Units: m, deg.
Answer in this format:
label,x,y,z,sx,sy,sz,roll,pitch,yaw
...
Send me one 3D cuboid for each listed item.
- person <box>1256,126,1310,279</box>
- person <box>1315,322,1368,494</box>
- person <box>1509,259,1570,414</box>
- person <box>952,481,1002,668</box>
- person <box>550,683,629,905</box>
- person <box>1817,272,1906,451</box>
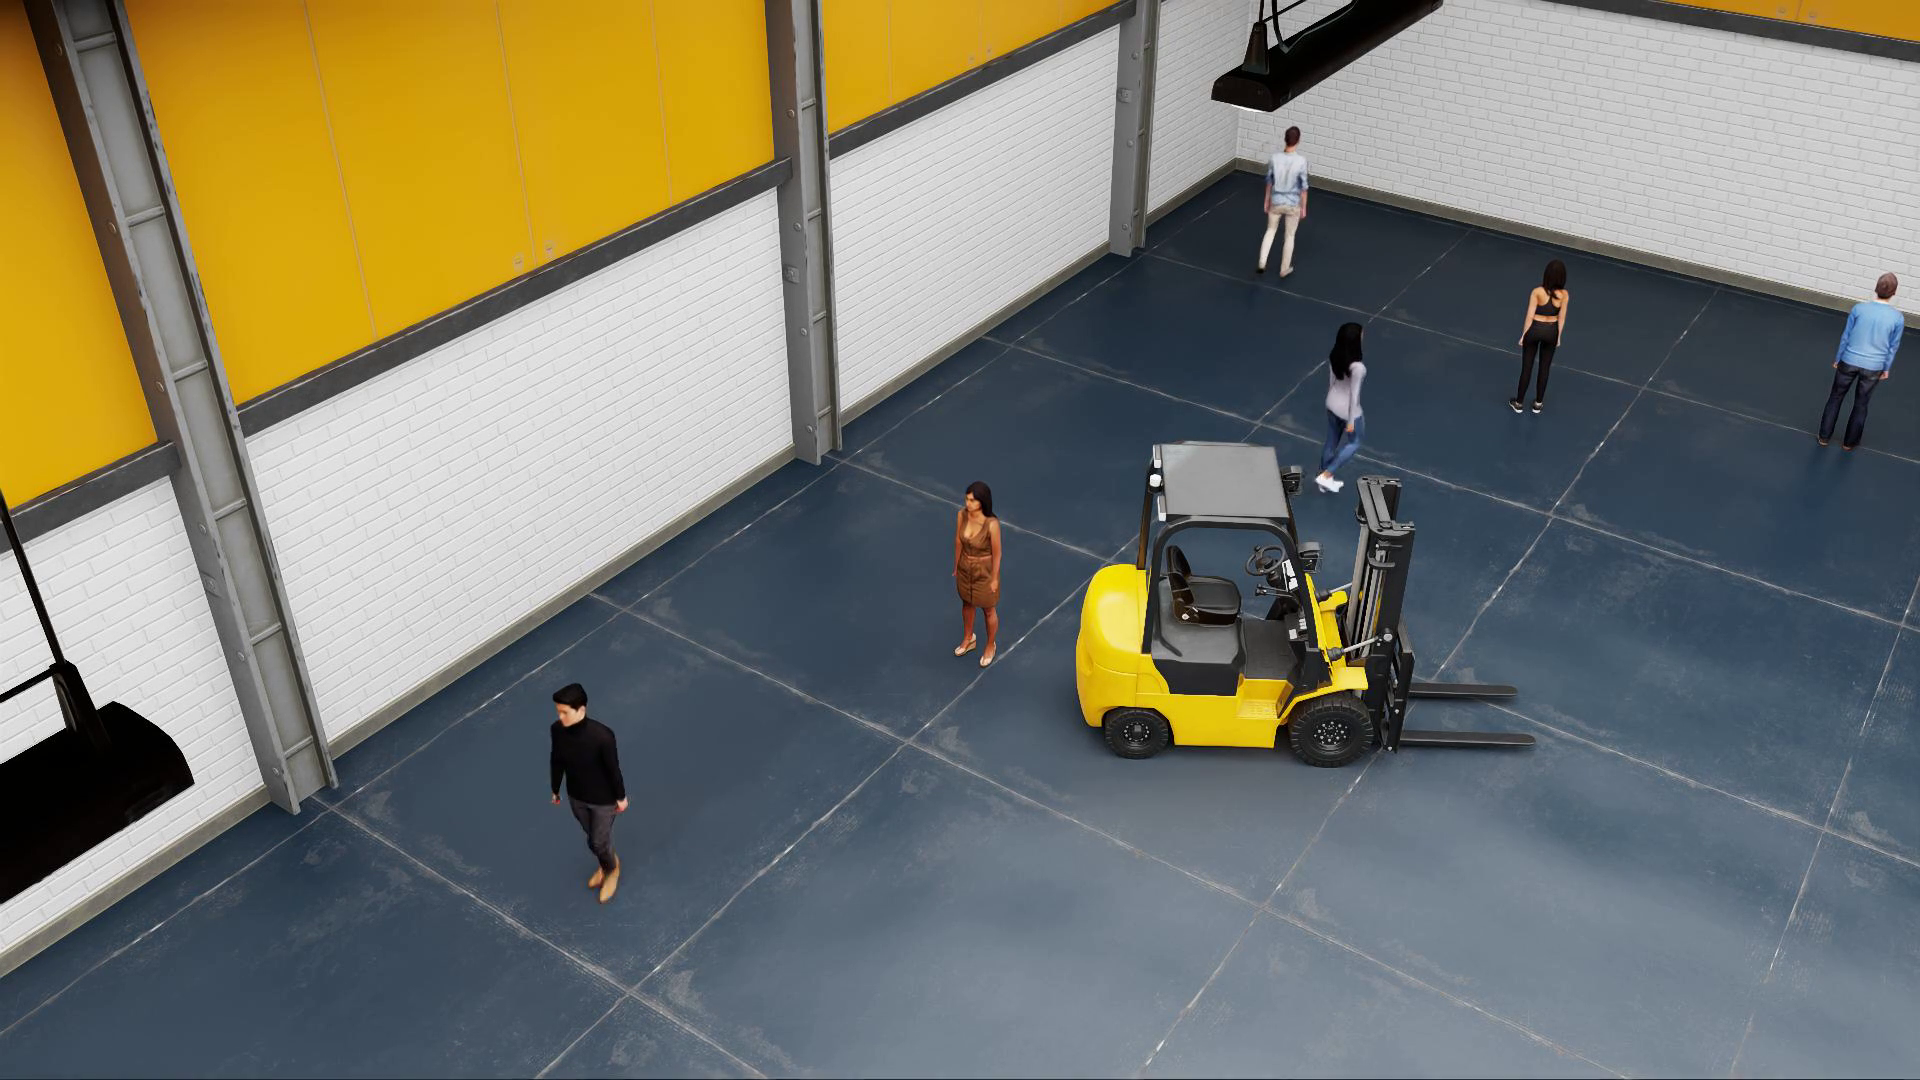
label,x,y,z,sx,sy,sz,roll,pitch,yaw
person,3.724,-3.848,19.185,0.686,1.838,0.874,18,38,25
person,3.427,-1.169,15.257,0.793,1.724,0.751,-13,36,-19
person,5.819,-2.040,16.640,0.622,1.644,0.630,4,34,5
person,0.147,0.260,13.139,0.562,1.689,0.507,22,40,30
person,-2.412,1.615,11.080,0.703,1.712,0.652,16,37,22
person,8.690,-1.725,16.006,0.651,1.821,0.570,19,38,26
